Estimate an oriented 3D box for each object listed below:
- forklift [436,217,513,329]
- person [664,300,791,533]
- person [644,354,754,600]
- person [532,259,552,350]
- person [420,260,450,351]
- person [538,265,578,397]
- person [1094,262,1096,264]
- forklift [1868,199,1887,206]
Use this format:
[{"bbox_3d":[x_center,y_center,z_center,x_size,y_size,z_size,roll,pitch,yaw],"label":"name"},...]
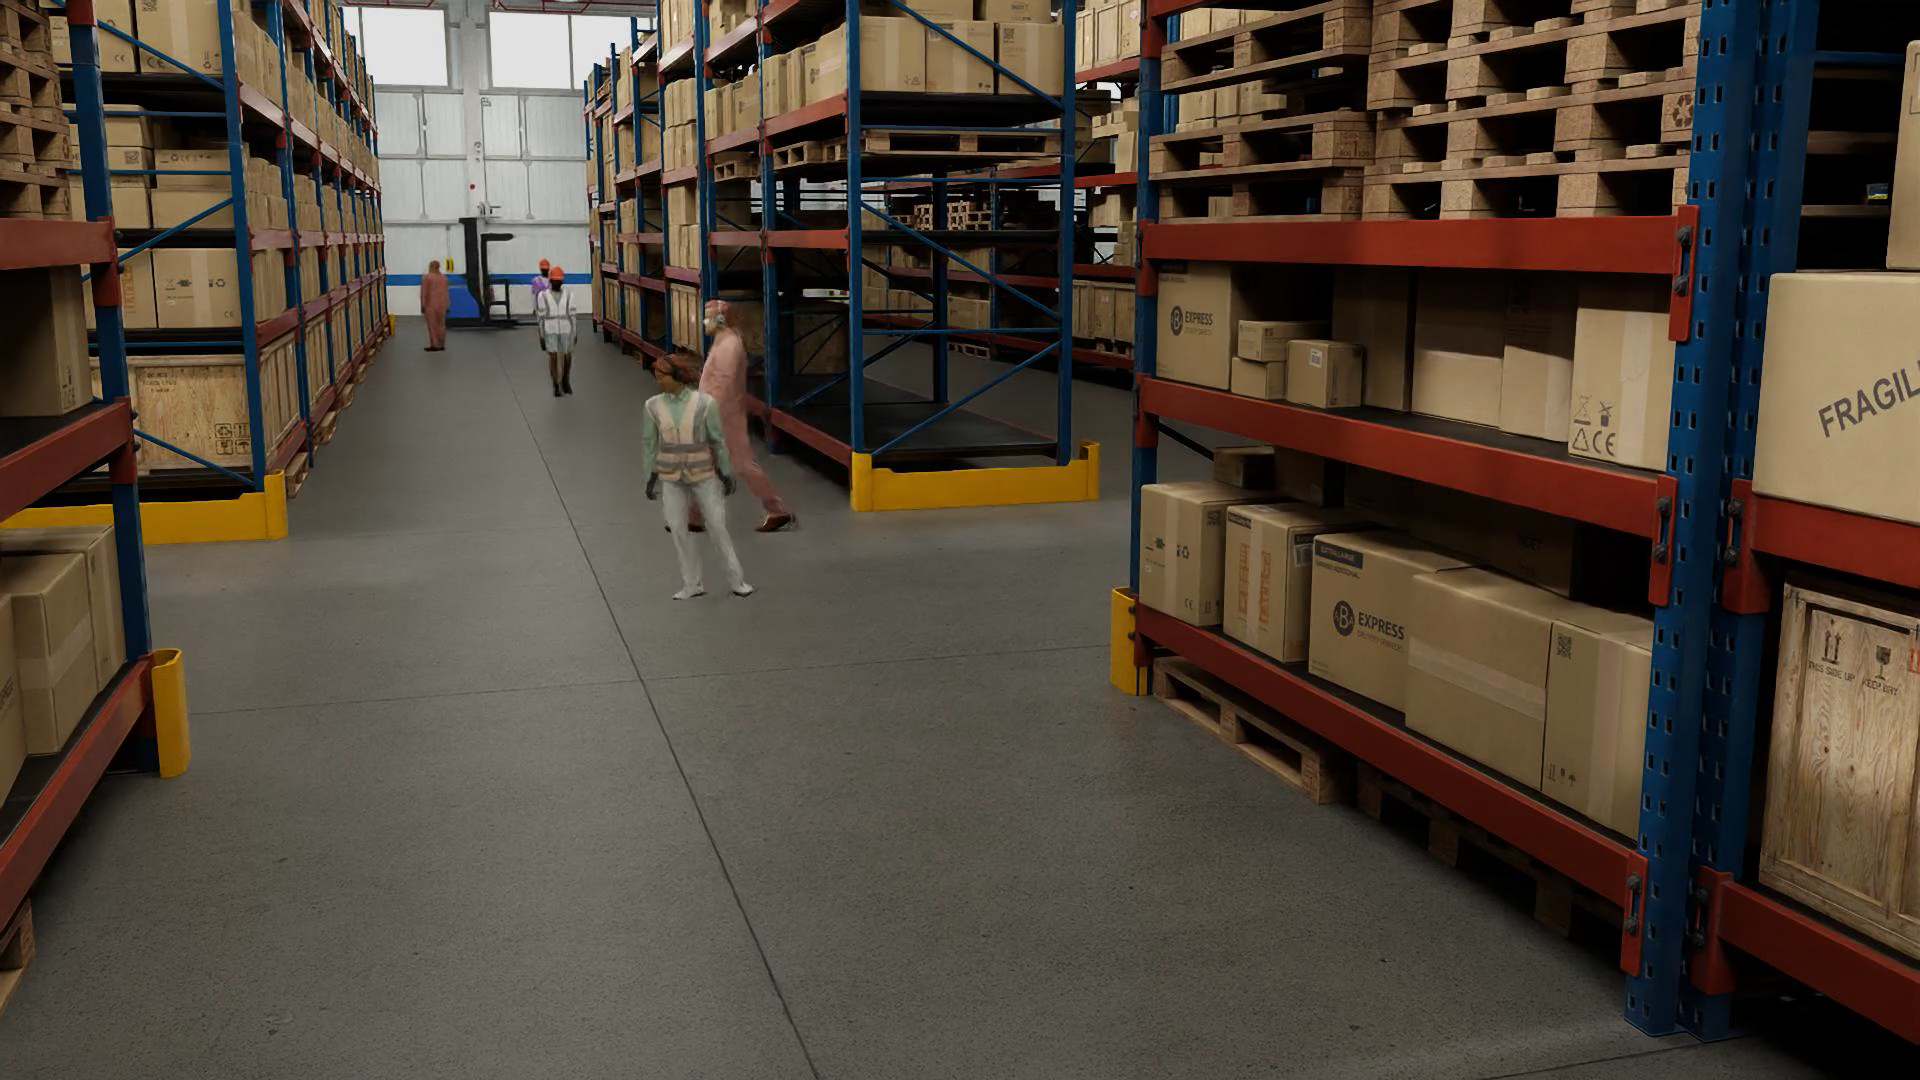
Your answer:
[{"bbox_3d":[-12.418,-6.791,42.297,1.873,2.768,1.129,-3,11,-17],"label":"forklift"},{"bbox_3d":[-1.818,-0.962,13.147,0.980,1.866,0.654,-2,11,-12],"label":"person"},{"bbox_3d":[-1.710,-0.397,10.729,0.659,1.606,0.357,1,10,6],"label":"person"},{"bbox_3d":[-8.454,-4.777,33.937,0.551,1.913,0.811,-4,11,-20],"label":"person"},{"bbox_3d":[-10.873,-4.852,34.494,0.530,1.872,0.730,8,13,36],"label":"person"},{"bbox_3d":[-5.961,-3.100,24.669,0.556,1.935,0.494,-4,11,-21],"label":"person"},{"bbox_3d":[3.476,-6.379,43.196,0.421,1.727,0.499,2,11,13],"label":"person"},{"bbox_3d":[11.338,-2.915,21.052,1.129,2.768,1.873,-3,11,-17],"label":"forklift"}]
